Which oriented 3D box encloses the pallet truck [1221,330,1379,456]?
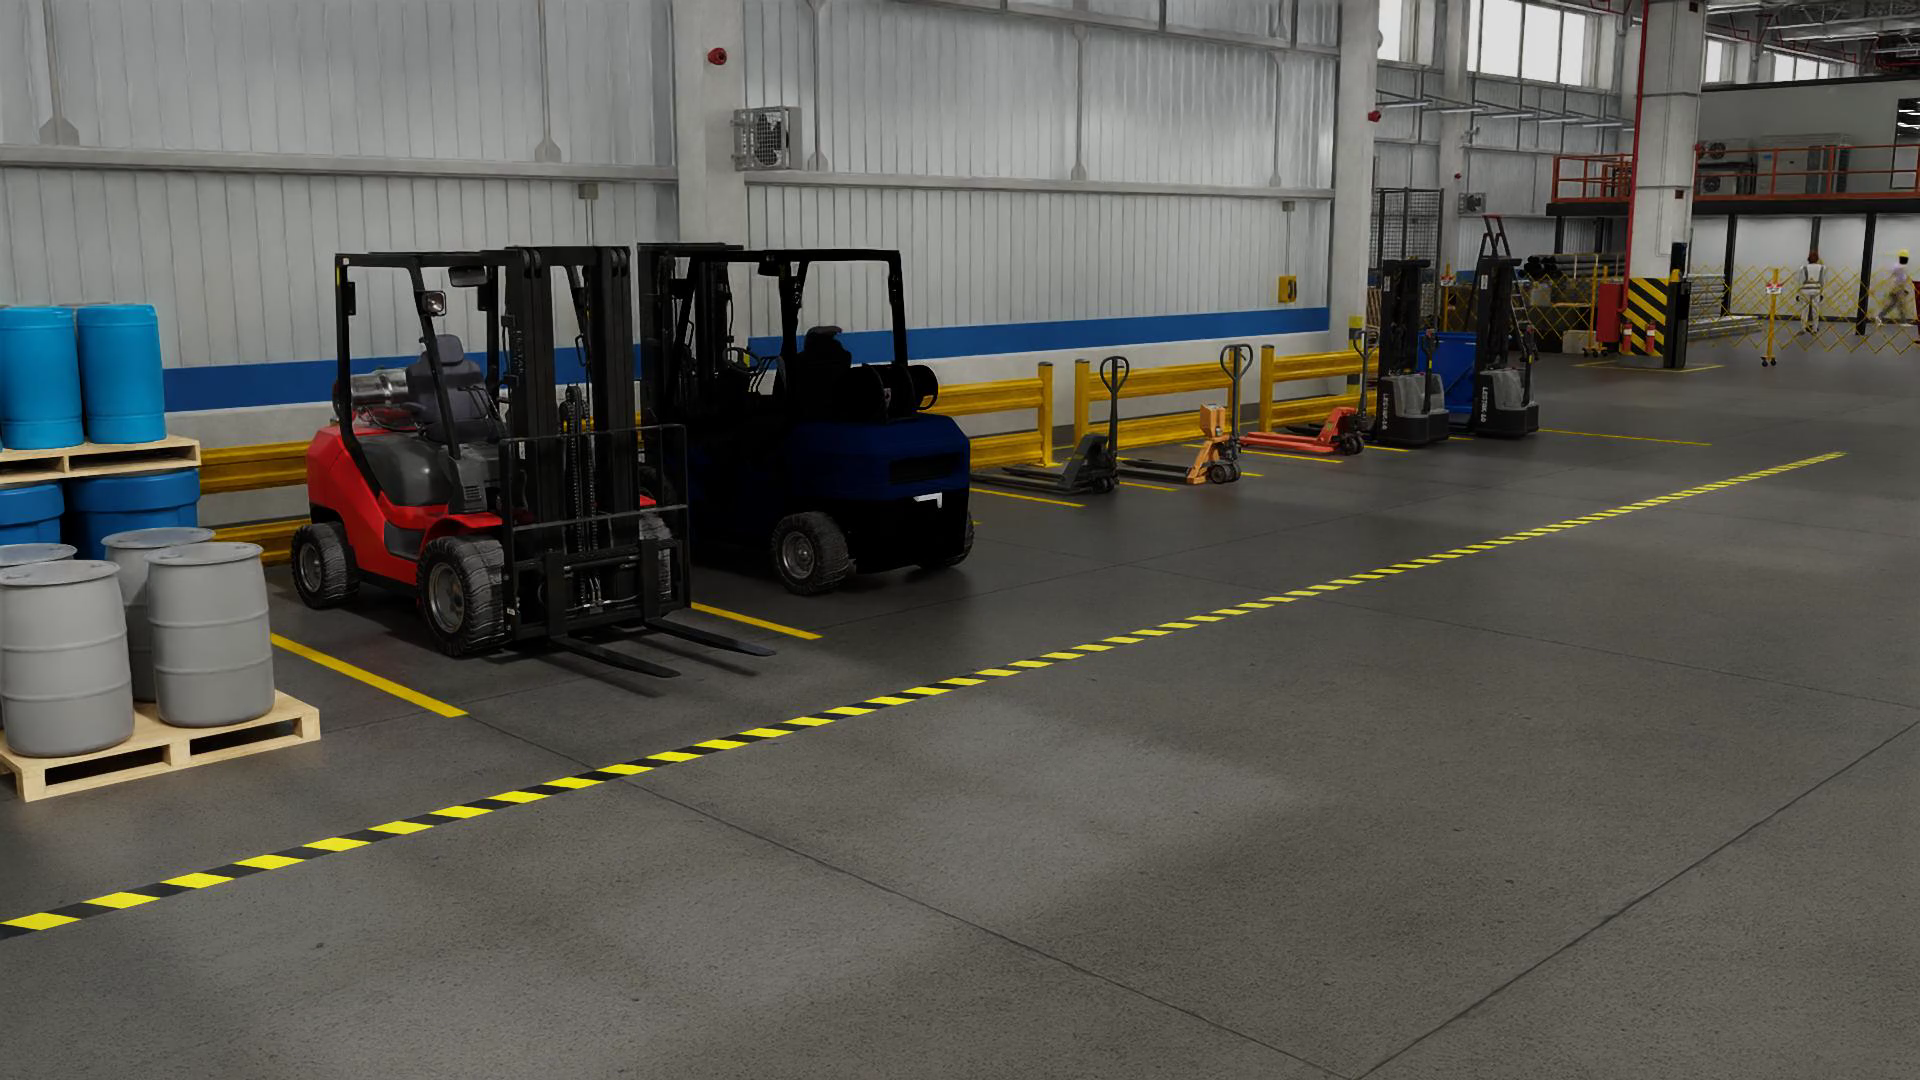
[{"bbox_3d":[3.563,-1.581,17.381,0.653,1.274,1.630,-10,14,-44],"label":"pallet truck"}]

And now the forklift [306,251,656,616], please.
[{"bbox_3d":[-2.833,-0.669,9.694,1.157,1.987,2.680,-10,14,-44],"label":"forklift"}]

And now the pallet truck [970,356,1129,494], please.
[{"bbox_3d":[0.784,-1.085,14.876,0.680,1.201,1.601,-10,14,-44],"label":"pallet truck"}]

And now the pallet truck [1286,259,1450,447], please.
[{"bbox_3d":[4.493,-2.078,18.196,0.823,1.965,1.885,-9,14,-40],"label":"pallet truck"}]

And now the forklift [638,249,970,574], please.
[{"bbox_3d":[-1.173,-0.958,11.239,2.680,1.987,1.157,10,14,43],"label":"forklift"}]

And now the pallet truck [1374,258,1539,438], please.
[{"bbox_3d":[5.704,-2.208,18.901,1.885,1.965,0.823,10,14,43],"label":"pallet truck"}]

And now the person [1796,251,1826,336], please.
[{"bbox_3d":[19.065,-5.520,37.279,0.572,1.883,0.356,2,11,10],"label":"person"}]

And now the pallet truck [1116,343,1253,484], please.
[{"bbox_3d":[1.962,-1.215,15.415,1.522,1.261,0.704,10,14,43],"label":"pallet truck"}]

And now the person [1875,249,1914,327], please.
[{"bbox_3d":[23.097,-6.212,41.001,0.885,1.900,0.585,10,14,42],"label":"person"}]
